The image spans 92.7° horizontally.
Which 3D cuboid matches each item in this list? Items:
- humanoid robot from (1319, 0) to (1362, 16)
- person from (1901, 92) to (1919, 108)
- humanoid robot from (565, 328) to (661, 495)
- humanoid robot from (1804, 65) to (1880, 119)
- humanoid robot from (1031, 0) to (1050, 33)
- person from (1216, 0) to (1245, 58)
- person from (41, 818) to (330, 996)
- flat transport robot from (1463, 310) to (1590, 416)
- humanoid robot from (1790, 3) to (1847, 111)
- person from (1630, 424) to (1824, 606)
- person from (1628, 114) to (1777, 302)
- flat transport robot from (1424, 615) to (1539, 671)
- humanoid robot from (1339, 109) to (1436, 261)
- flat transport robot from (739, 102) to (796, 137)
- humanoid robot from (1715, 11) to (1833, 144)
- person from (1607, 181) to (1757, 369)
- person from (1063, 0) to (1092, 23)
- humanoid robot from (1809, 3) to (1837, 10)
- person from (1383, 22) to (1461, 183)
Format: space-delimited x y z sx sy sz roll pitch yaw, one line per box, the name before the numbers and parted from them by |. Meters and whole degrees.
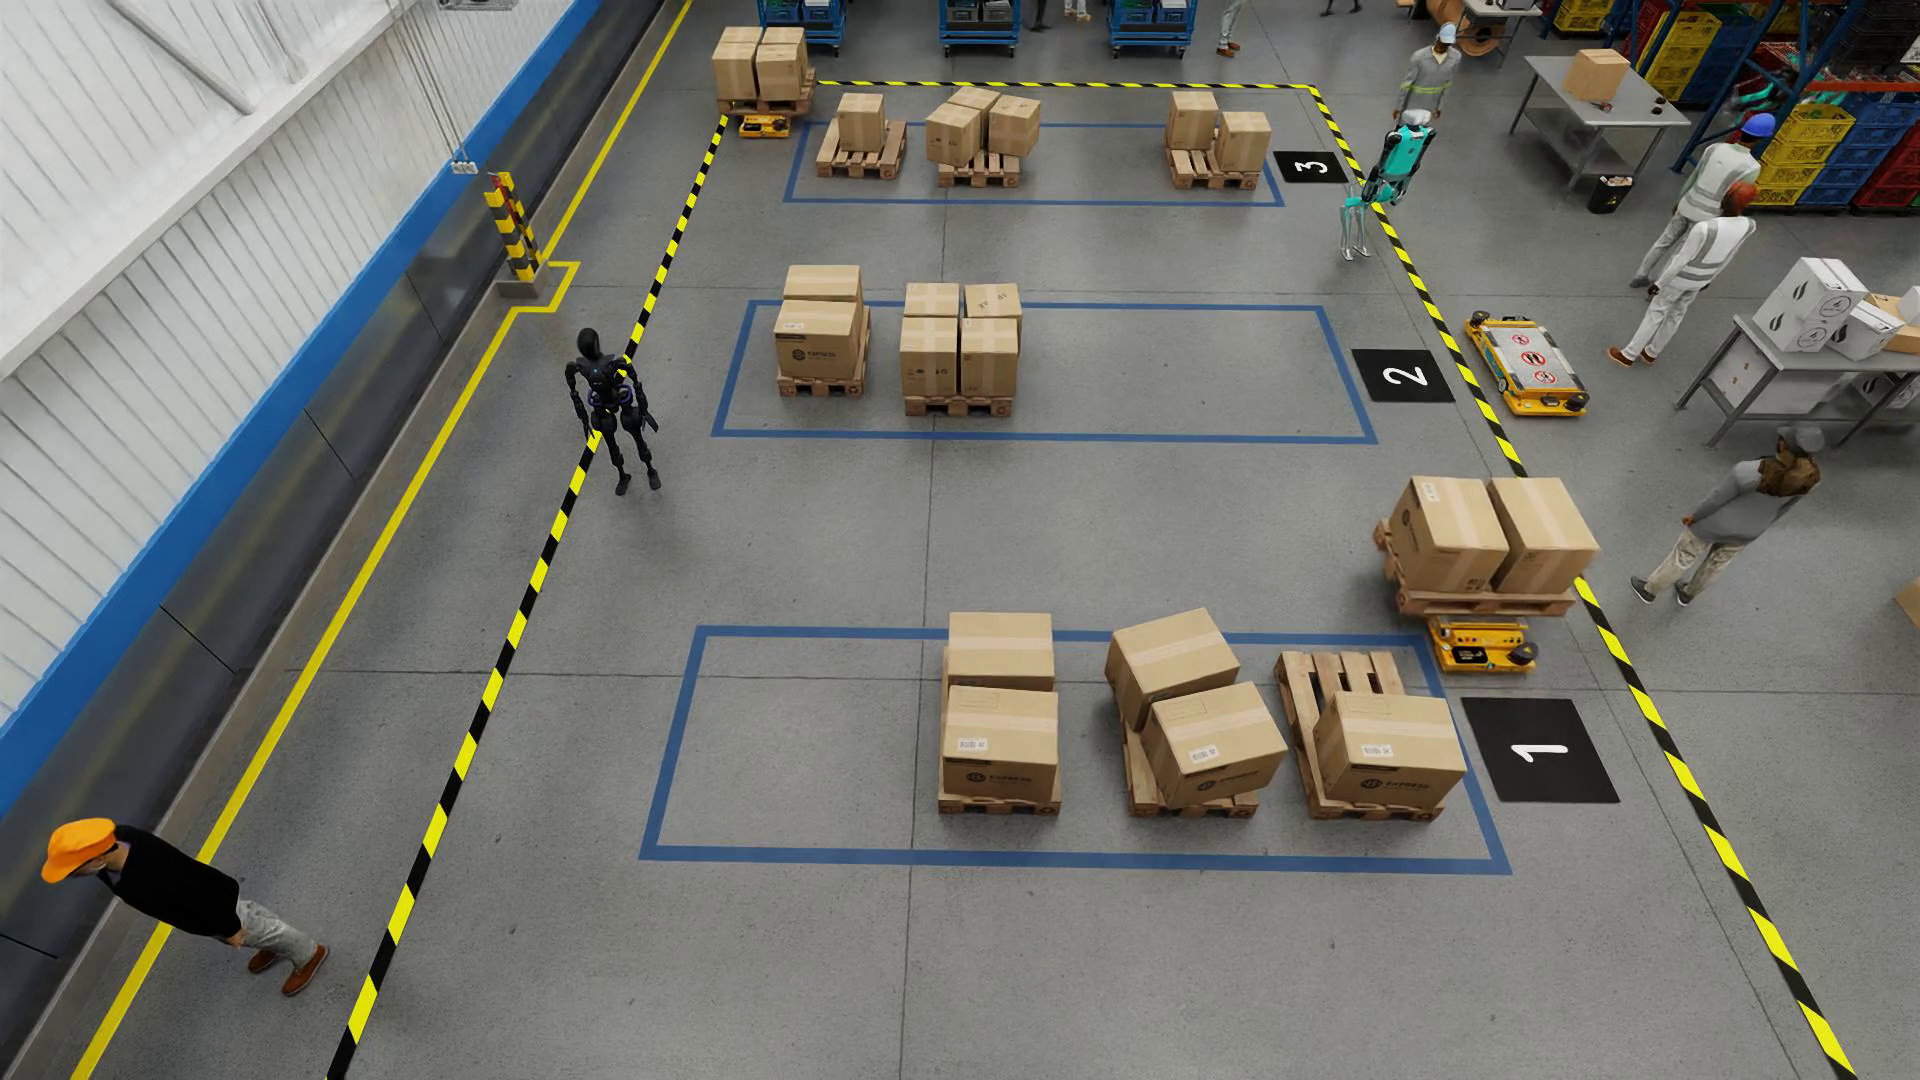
humanoid robot | 6.338 -9.287 14.682 0.777 1.648 0.593 -22 52 -18
person | 12.838 -6.198 11.730 0.604 2.038 0.390 34 57 26
humanoid robot | -2.808 -1.032 7.486 0.599 1.655 0.315 -8 50 -7
humanoid robot | 10.945 -5.675 11.472 0.724 1.763 0.578 -8 50 -7
humanoid robot | 1.272 -8.826 14.242 0.336 1.651 0.611 13 50 11
person | 4.161 -8.250 13.571 0.373 1.939 0.627 24 53 19
person | -3.994 1.925 4.799 0.590 1.883 0.371 22 53 18
flat transport robot | 5.573 -1.757 9.054 0.659 0.231 1.431 1 49 1
humanoid robot | 11.303 -6.172 11.981 0.741 1.885 0.543 -27 54 -21
person | 5.592 -0.130 6.652 0.572 1.768 0.399 5 49 4
person | 7.556 -3.346 9.326 0.412 1.939 0.609 -10 50 -9
flat transport robot | 3.924 0.373 7.192 0.652 0.197 1.431 1 49 1
humanoid robot | 4.456 -3.854 9.806 0.533 1.681 0.735 -12 50 -10
flat transport robot | -2.632 -6.023 12.728 0.652 0.197 1.431 1 49 1
humanoid robot | 10.035 -5.658 11.505 0.745 1.853 0.541 24 53 19
person | 6.782 -2.436 8.573 0.585 1.883 0.342 -7 49 -6
person | 1.918 -9.229 14.483 0.429 1.838 0.642 -35 58 -26
humanoid robot | 13.188 -8.335 13.809 0.601 1.644 0.322 22 53 18
person | 5.522 -5.209 10.995 0.598 1.850 0.385 -2 49 -2
